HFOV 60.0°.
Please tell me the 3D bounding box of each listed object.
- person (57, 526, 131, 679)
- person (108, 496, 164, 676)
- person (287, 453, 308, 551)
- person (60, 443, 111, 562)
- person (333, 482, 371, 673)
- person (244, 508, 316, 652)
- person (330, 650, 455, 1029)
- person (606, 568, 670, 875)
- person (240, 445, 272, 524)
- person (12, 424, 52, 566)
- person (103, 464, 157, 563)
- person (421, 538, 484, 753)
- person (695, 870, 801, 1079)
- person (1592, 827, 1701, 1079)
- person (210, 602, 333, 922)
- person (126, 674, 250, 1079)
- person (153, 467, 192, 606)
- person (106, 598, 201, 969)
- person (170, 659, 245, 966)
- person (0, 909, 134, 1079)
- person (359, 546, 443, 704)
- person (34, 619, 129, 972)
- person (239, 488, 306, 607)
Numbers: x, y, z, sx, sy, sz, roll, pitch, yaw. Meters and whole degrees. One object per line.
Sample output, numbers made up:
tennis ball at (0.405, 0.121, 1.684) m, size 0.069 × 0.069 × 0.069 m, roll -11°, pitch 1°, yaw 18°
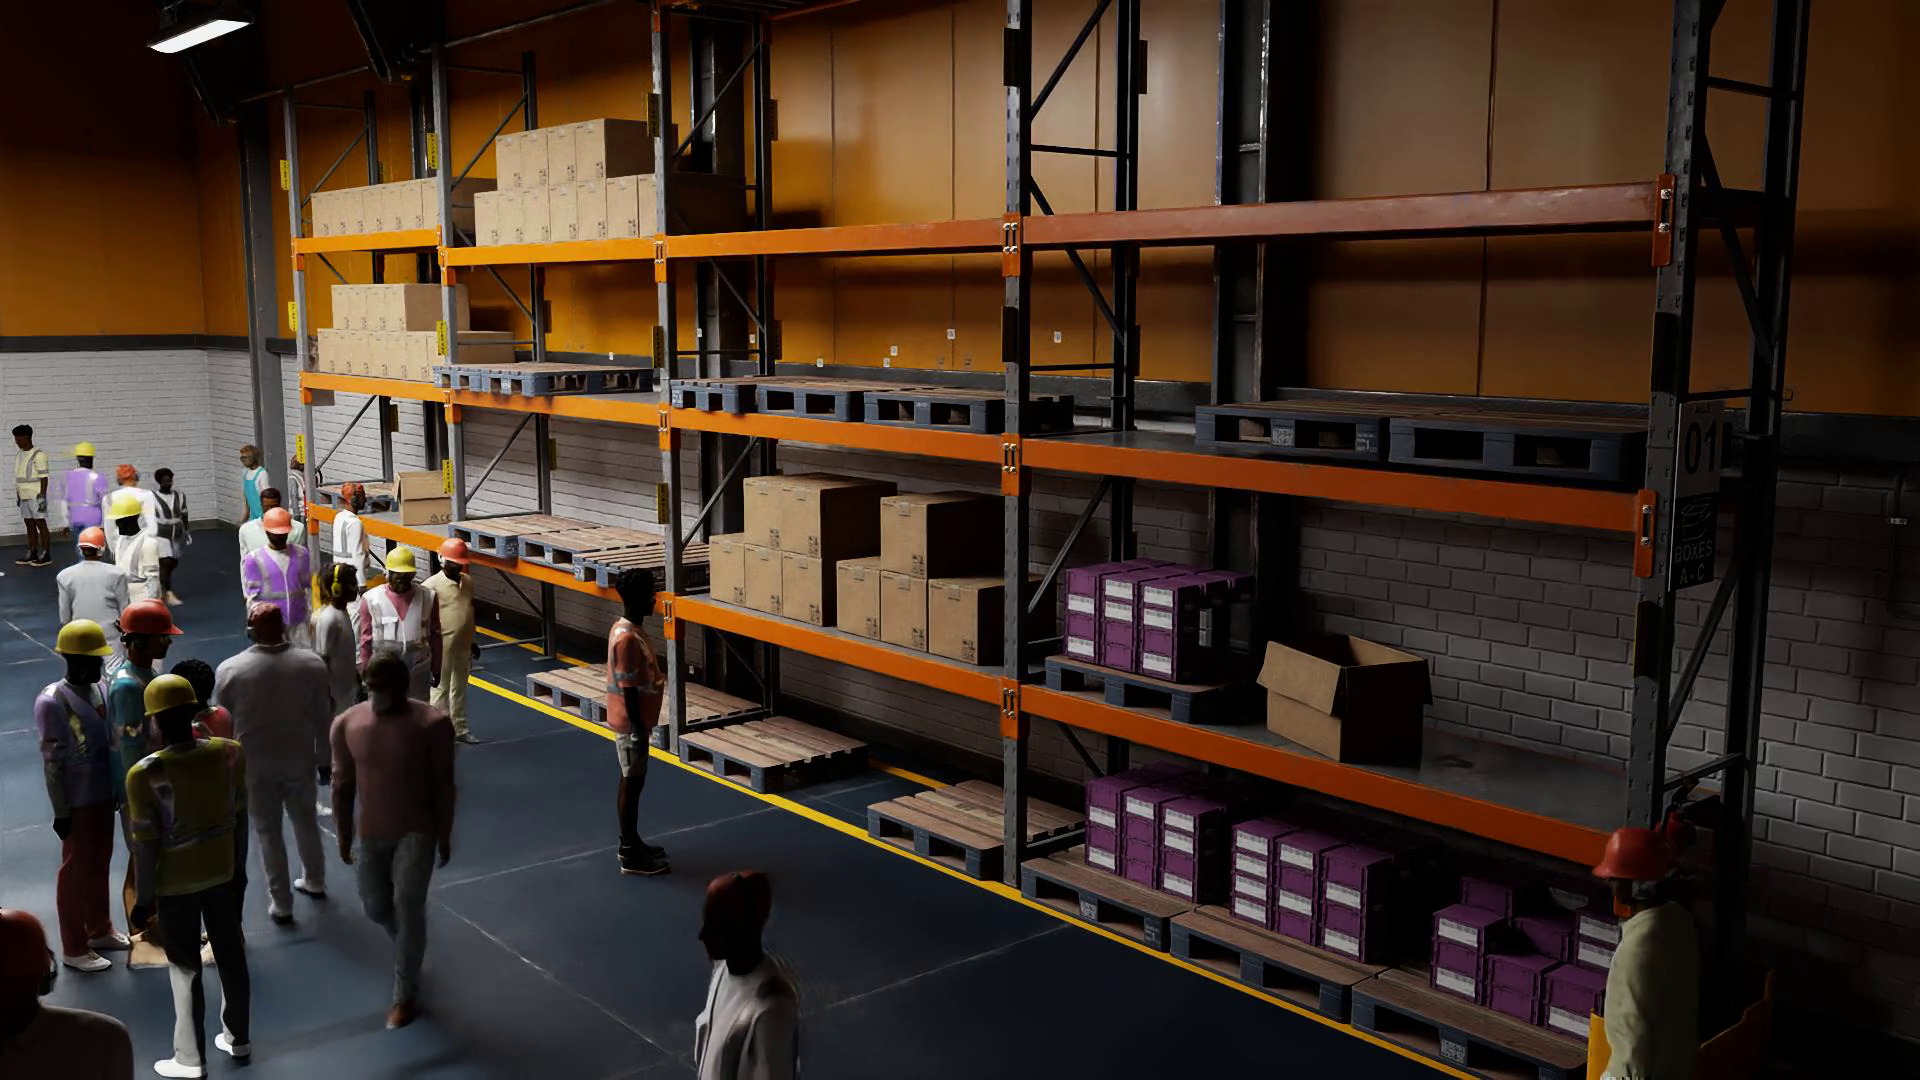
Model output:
person at (-7.283, 0.758, 14.062) m, size 0.561 × 1.753 × 0.331 m, roll -2°, pitch 8°, yaw -11°
person at (-7.411, 0.548, 14.975) m, size 0.597 × 1.915 × 0.404 m, roll 6°, pitch 10°, yaw 38°
person at (-8.738, -0.333, 22.047) m, size 0.308 × 1.640 × 0.511 m, roll -1°, pitch 8°, yaw -4°
person at (-10.749, -0.253, 20.638) m, size 0.613 × 1.891 × 0.884 m, roll 2°, pitch 8°, yaw 11°
person at (-5.970, 0.369, 16.359) m, size 0.348 × 1.876 × 0.575 m, roll -6°, pitch 10°, yaw -36°
person at (-5.729, 0.676, 14.069) m, size 0.549 × 1.924 × 0.391 m, roll -8°, pitch 11°, yaw -42°
person at (-2.884, 1.474, 8.568) m, size 0.633 × 1.916 × 0.708 m, roll -1°, pitch 8°, yaw -4°
person at (-2.075, 1.144, 10.646) m, size 0.367 × 1.966 × 0.604 m, roll -2°, pitch 8°, yaw -12°
person at (-8.925, -0.299, 21.165) m, size 0.390 × 1.837 × 0.601 m, roll -7°, pitch 11°, yaw -42°
person at (-12.817, -0.620, 22.936) m, size 0.603 × 1.959 × 0.380 m, roll 5°, pitch 9°, yaw 29°
person at (-9.177, 0.088, 18.419) m, size 0.598 × 1.837 × 0.658 m, roll -1°, pitch 8°, yaw -9°
person at (-4.107, 0.843, 13.508) m, size 0.338 × 1.742 × 0.561 m, roll 4°, pitch 9°, yaw 24°
person at (-0.687, 1.955, 5.330) m, size 0.624 × 1.870 × 0.599 m, roll -3°, pitch 9°, yaw -20°
person at (2.525, 1.906, 6.162) m, size 0.434 × 1.730 × 0.579 m, roll 8°, pitch 11°, yaw 43°
person at (-4.080, 1.301, 9.867) m, size 0.663 × 1.878 × 0.635 m, roll -6°, pitch 10°, yaw -35°
person at (-3.626, 1.575, 7.825) m, size 0.385 × 1.917 × 0.584 m, roll 5°, pitch 10°, yaw 32°
person at (-9.601, -0.057, 20.014) m, size 0.690 × 1.666 × 0.537 m, roll 5°, pitch 9°, yaw 29°
person at (-4.445, 1.327, 9.154) m, size 0.403 × 2.035 × 0.606 m, roll -2°, pitch 9°, yaw -16°
person at (-4.156, 1.488, 9.186) m, size 0.322 × 1.697 × 0.531 m, roll -1°, pitch 8°, yaw -5°
person at (-2.640, 1.991, 4.716) m, size 0.617 × 1.984 × 0.408 m, roll -3°, pitch 9°, yaw -21°
person at (-4.194, 0.948, 12.521) m, size 0.591 × 1.826 × 0.404 m, roll -4°, pitch 9°, yaw -25°
person at (-4.782, 1.382, 9.139) m, size 0.374 × 1.923 × 0.595 m, roll 0°, pitch 8°, yaw 3°
person at (-6.441, 0.452, 15.660) m, size 0.590 × 1.912 × 0.391 m, roll -3°, pitch 9°, yaw -20°
